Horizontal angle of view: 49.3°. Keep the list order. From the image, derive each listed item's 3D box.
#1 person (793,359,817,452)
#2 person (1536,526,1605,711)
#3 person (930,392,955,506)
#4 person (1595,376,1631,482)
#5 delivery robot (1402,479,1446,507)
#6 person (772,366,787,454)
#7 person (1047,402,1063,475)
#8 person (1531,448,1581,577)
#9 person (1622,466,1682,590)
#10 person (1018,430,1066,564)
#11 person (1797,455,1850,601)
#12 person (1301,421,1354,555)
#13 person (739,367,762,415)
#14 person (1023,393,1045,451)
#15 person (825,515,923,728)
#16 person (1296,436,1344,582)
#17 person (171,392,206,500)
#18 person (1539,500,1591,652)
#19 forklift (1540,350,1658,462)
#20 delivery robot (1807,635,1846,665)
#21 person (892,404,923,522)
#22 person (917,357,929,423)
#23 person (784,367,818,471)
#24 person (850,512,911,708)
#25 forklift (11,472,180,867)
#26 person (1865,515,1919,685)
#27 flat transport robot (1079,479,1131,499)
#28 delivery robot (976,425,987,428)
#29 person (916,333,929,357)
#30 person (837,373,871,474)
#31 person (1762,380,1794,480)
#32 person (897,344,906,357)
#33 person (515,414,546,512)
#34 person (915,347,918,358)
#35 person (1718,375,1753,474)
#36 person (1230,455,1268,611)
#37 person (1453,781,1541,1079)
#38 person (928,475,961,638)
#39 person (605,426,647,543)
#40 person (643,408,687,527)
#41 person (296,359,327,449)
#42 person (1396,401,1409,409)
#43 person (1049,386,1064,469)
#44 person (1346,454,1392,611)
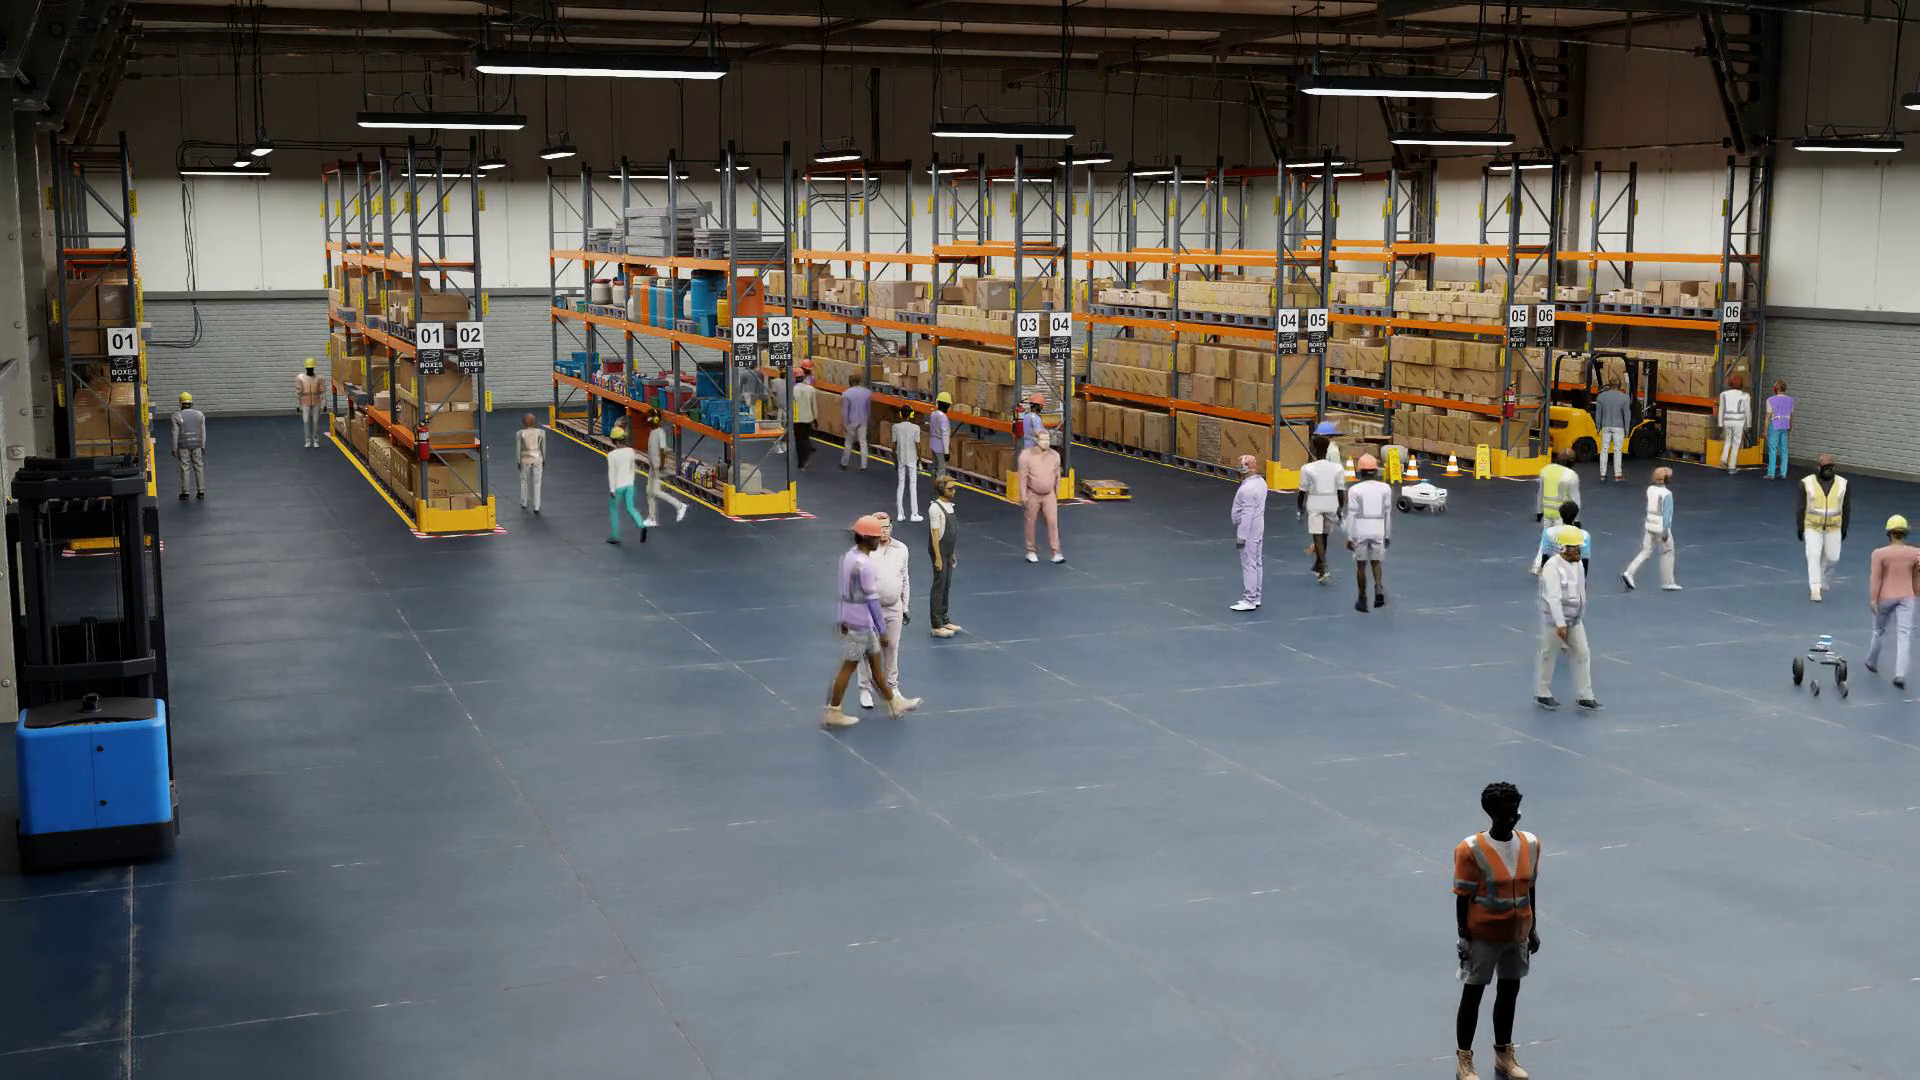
[{"bbox_3d":[-3.193,-2.791,43.479,0.364,1.933,0.543,8,12,43],"label":"person"},{"bbox_3d":[5.892,0.774,20.131,0.595,1.799,0.787,-6,10,-36],"label":"person"},{"bbox_3d":[-0.310,-1.519,35.049,0.389,1.916,0.585,-3,9,-21],"label":"person"},{"bbox_3d":[12.012,-2.052,38.526,0.635,1.937,0.353,6,10,34],"label":"person"},{"bbox_3d":[7.600,-0.753,34.289,0.477,0.478,0.707,-8,12,-43],"label":"delivery robot"},{"bbox_3d":[-3.686,-2.706,43.229,0.385,1.843,0.572,8,11,42],"label":"person"},{"bbox_3d":[1.787,-2.058,39.514,0.541,1.652,0.875,-4,10,-27],"label":"person"},{"bbox_3d":[7.865,-0.319,27.464,0.440,1.805,0.719,-4,9,-26],"label":"person"},{"bbox_3d":[8.920,-0.146,26.927,0.757,1.615,0.522,-3,9,-17],"label":"person"},{"bbox_3d":[1.136,-0.584,28.973,0.658,1.865,0.931,-3,9,-17],"label":"person"},{"bbox_3d":[10.840,-0.168,26.334,0.633,1.826,0.542,2,9,12],"label":"person"},{"bbox_3d":[5.319,-0.756,29.960,0.804,1.921,0.614,0,9,-3],"label":"person"},{"bbox_3d":[-4.908,-3.415,48.716,0.524,1.589,0.816,-3,9,-21],"label":"person"},{"bbox_3d":[1.244,-1.459,34.593,0.362,1.934,0.543,-4,9,-24],"label":"person"},{"bbox_3d":[-0.807,0.763,19.565,1.016,1.990,0.640,-2,9,-15],"label":"person"},{"bbox_3d":[4.799,-0.420,27.755,0.610,1.915,1.016,-1,9,-10],"label":"person"},{"bbox_3d":[-13.268,-1.622,36.007,0.588,1.834,0.403,-7,11,-40],"label":"person"},{"bbox_3d":[6.630,0.410,22.940,0.535,1.685,0.524,2,9,12],"label":"person"},{"bbox_3d":[12.897,-2.725,42.309,2.313,2.155,1.214,-3,9,-21],"label":"forklift"},{"bbox_3d":[8.754,1.083,21.185,0.335,0.223,0.698,2,9,13],"label":"delivery robot"},{"bbox_3d":[-0.829,-1.235,33.302,0.513,1.875,0.328,3,9,20],"label":"person"},{"bbox_3d":[-0.933,-3.504,49.224,0.497,1.632,0.289,-2,9,-14],"label":"person"},{"bbox_3d":[-3.088,-2.328,40.225,0.655,1.975,0.567,-4,10,-27],"label":"person"},{"bbox_3d":[-0.767,0.673,20.468,0.641,1.908,0.407,-5,10,-28],"label":"person"},{"bbox_3d":[-6.630,0.886,15.957,1.129,2.768,1.873,-3,9,-21],"label":"forklift"},{"bbox_3d":[9.619,0.602,21.583,0.523,1.713,0.923,1,9,9],"label":"person"},{"bbox_3d":[2.522,-0.890,36.456,0.652,0.197,1.431,-1,9,-7],"label":"flat transport robot"},{"bbox_3d":[0.556,-2.745,47.568,0.477,0.478,0.707,-2,9,-16],"label":"delivery robot"},{"bbox_3d":[-0.998,-4.704,56.287,0.399,1.916,0.590,-5,10,-32],"label":"person"},{"bbox_3d":[-2.004,-2.226,39.837,0.653,1.883,1.001,-4,10,-27],"label":"person"},{"bbox_3d":[15.147,-2.028,38.714,0.563,1.838,0.378,-2,9,-15],"label":"person"},{"bbox_3d":[-1.407,-3.728,49.926,0.598,1.869,0.392,-6,10,-35],"label":"person"},{"bbox_3d":[-7.071,-1.278,34.486,0.514,1.594,0.857,-3,9,-19],"label":"person"},{"bbox_3d":[-1.123,-3.455,47.912,0.606,1.928,0.537,-6,10,-33],"label":"person"},{"bbox_3d":[14.695,-2.192,39.668,0.441,1.869,0.583,-8,12,-42],"label":"person"},{"bbox_3d":[3.514,-0.092,25.590,0.407,1.902,0.639,4,9,24],"label":"person"},{"bbox_3d":[2.921,2.139,11.389,0.541,1.695,0.315,-3,9,-20],"label":"person"},{"bbox_3d":[-0.180,0.174,24.000,0.345,1.846,0.506,3,9,19],"label":"person"},{"bbox_3d":[-4.942,-0.802,30.838,0.698,1.744,0.529,8,12,44],"label":"person"},{"bbox_3d":[-4.690,-1.143,32.771,0.694,1.853,0.517,-4,9,-25],"label":"person"},{"bbox_3d":[-13.633,-2.856,44.030,0.612,1.892,0.876,-2,9,-16],"label":"person"},{"bbox_3d":[10.230,-3.427,48.379,0.483,1.737,0.320,8,12,42],"label":"person"},{"bbox_3d":[1.827,-2.339,40.444,0.550,1.935,0.375,-5,10,-28],"label":"person"},{"bbox_3d":[4.967,-0.082,25.428,0.567,1.926,0.508,-1,9,-7],"label":"person"}]
